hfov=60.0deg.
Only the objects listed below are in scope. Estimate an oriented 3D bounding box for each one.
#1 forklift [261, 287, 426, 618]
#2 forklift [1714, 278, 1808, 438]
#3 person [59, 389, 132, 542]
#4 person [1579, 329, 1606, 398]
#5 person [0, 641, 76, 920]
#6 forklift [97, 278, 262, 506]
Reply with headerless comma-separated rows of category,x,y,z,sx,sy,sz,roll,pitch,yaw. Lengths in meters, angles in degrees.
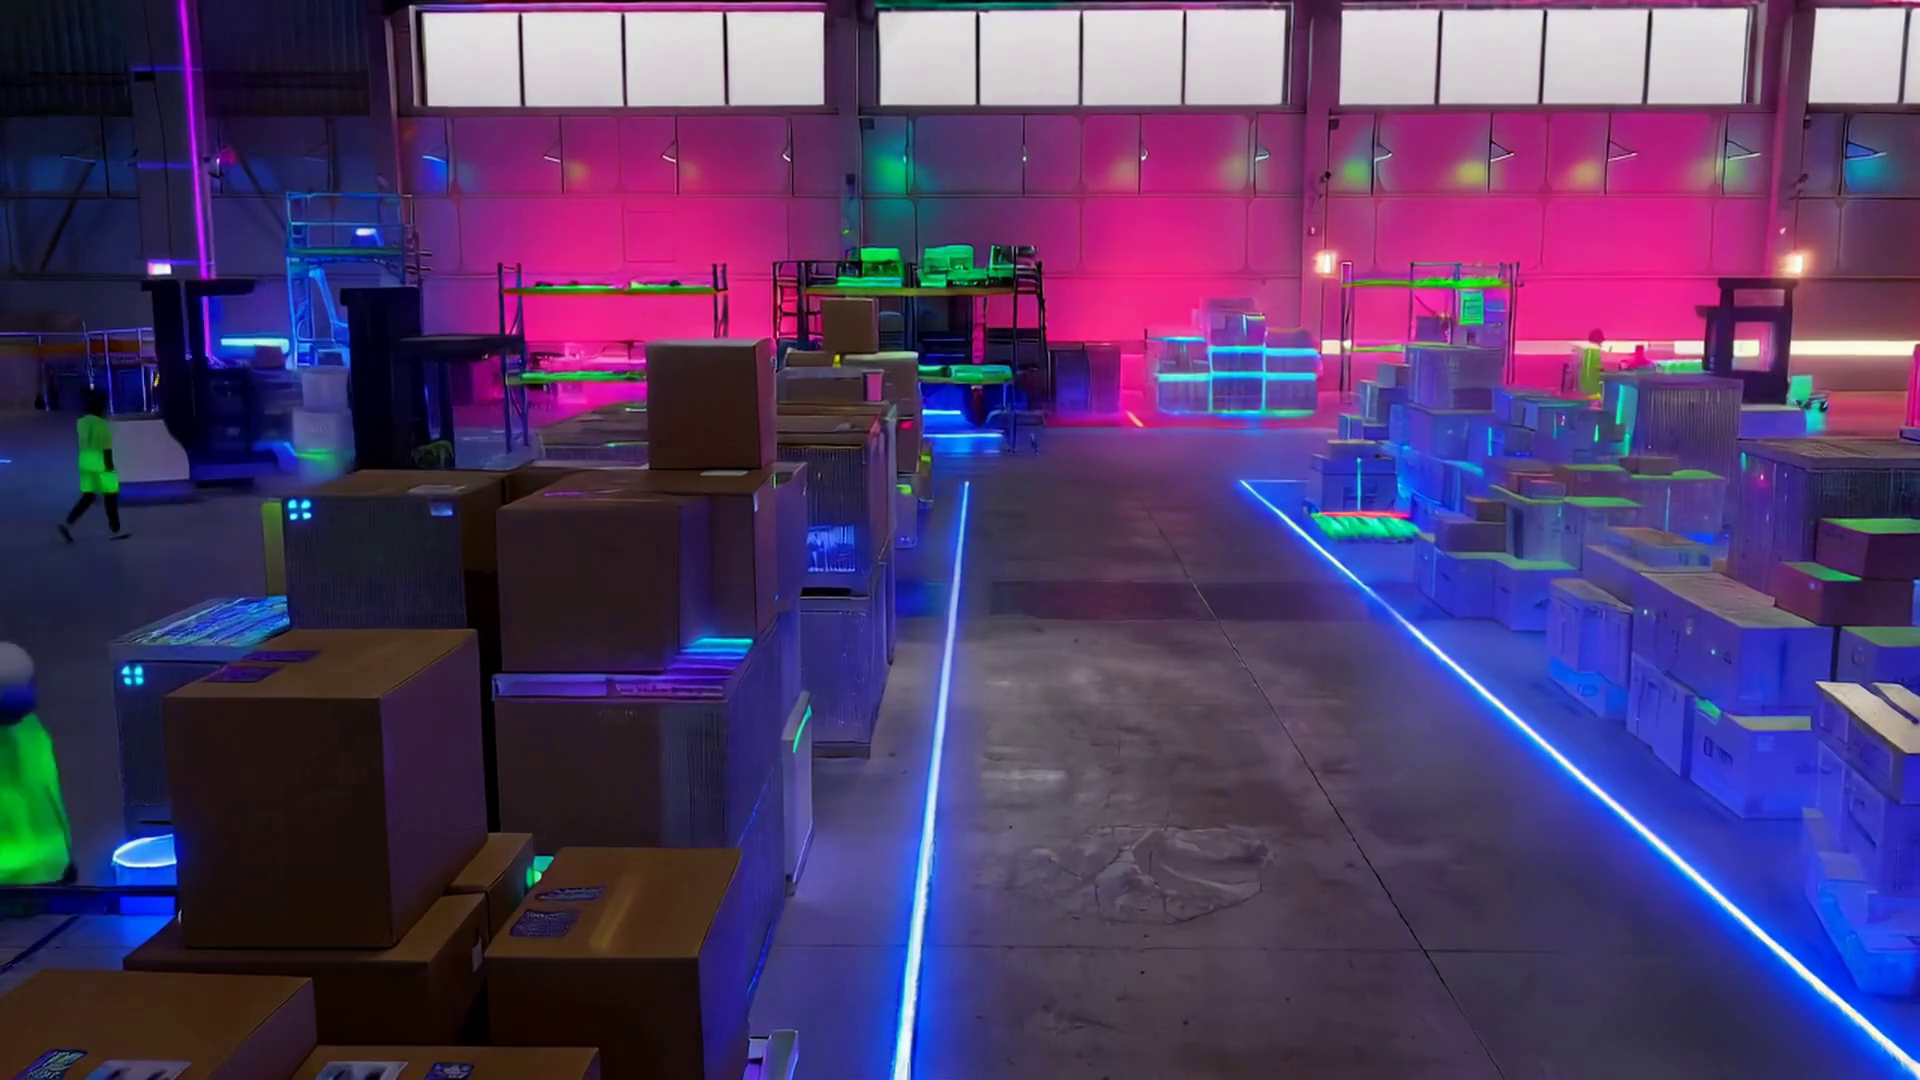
forklift,-4.770,-0.711,13.897,1.873,2.768,1.129,0,9,1
forklift,10.786,-2.180,22.690,1.129,2.768,1.873,2,10,10
person,-9.330,-0.781,17.887,0.536,1.678,0.675,4,10,24
person,10.483,-2.561,27.814,0.525,1.927,0.553,-1,10,-4
person,-3.358,1.205,5.714,0.959,1.793,0.698,-1,10,-8
forklift,-10.024,-1.920,21.135,1.873,2.768,1.129,-5,11,-27
